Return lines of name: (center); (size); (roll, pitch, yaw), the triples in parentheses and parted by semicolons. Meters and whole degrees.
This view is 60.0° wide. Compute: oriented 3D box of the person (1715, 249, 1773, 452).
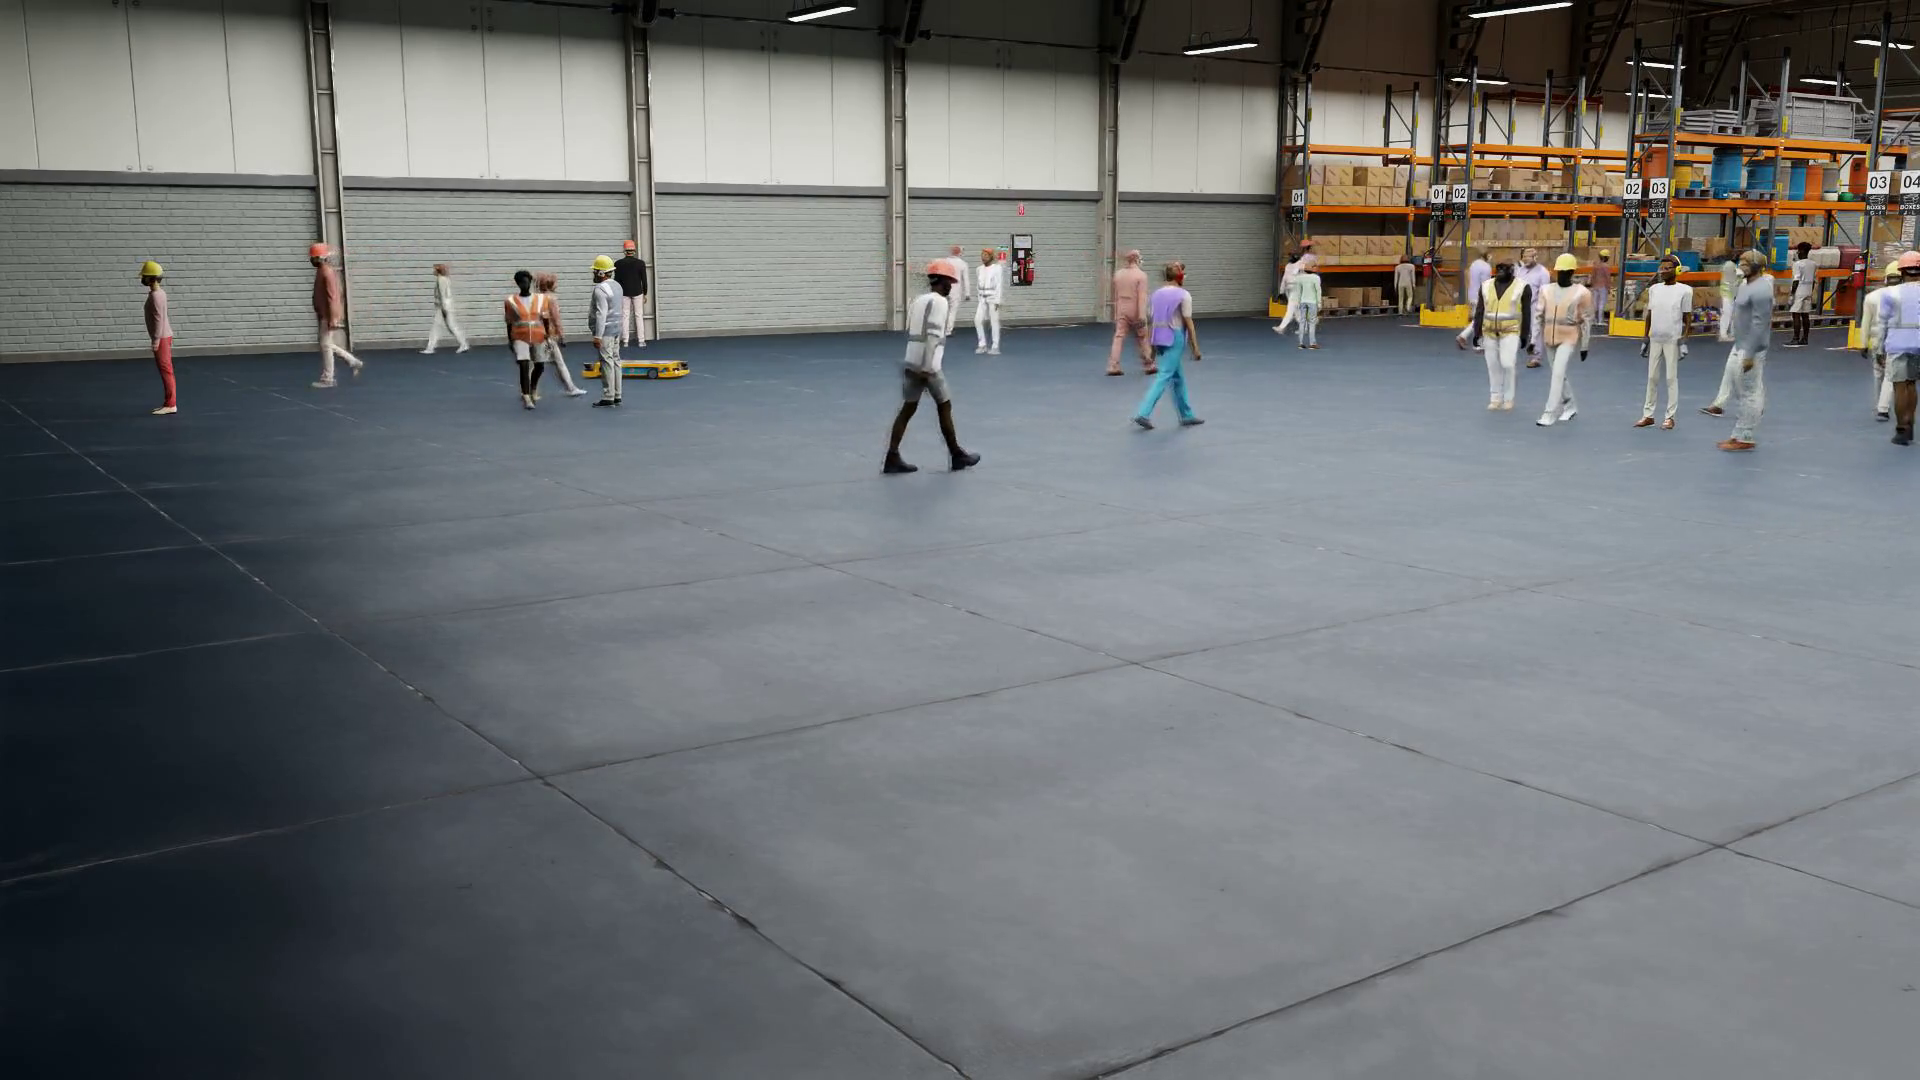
person: (7.547, -1.805, 15.937); (0.364, 1.937, 0.636); (2, 11, 12)

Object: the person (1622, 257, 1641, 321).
person: (14.536, -5.346, 36.184); (0.456, 1.619, 0.547); (-7, 13, -34)

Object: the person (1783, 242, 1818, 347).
person: (15.746, -4.593, 31.142); (0.615, 1.964, 0.361); (-5, 12, -27)

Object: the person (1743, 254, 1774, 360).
person: (13.380, -3.906, 27.926); (0.525, 1.769, 0.313); (0, 10, -2)

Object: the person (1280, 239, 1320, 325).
person: (8.011, -6.028, 38.941); (1.031, 1.984, 0.630); (6, 12, 29)

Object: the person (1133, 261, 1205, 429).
person: (2.245, -2.095, 17.917); (0.996, 1.804, 0.564); (-5, 12, -27)

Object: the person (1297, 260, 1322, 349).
person: (6.439, -4.334, 30.632); (0.279, 1.634, 0.498); (-10, 14, -43)

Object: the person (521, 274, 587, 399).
person: (-5.208, -2.579, 21.126); (0.880, 1.588, 0.538); (-6, 12, -29)

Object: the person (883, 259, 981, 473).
person: (-0.251, -1.519, 14.589); (0.987, 1.855, 0.582); (-6, 12, -29)

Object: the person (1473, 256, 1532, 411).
person: (6.370, -2.422, 19.632); (0.624, 1.825, 0.563); (8, 13, 37)

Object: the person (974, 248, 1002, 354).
person: (0.480, -4.174, 29.136); (0.589, 1.865, 0.603); (8, 13, 37)

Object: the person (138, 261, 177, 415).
person: (-9.329, -2.343, 19.347); (0.309, 1.772, 0.524); (-4, 11, -20)

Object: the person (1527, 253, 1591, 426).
person: (6.660, -2.219, 18.377); (0.988, 1.883, 0.589); (-8, 13, -37)

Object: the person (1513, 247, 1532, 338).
person: (11.484, -5.038, 33.912); (0.508, 1.846, 0.342); (-4, 11, -20)

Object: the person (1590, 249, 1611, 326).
person: (14.884, -5.842, 38.544); (0.331, 1.765, 0.533); (-4, 11, -20)

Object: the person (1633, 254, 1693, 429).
person: (7.568, -2.124, 17.867); (0.328, 1.874, 0.517); (-9, 13, -39)

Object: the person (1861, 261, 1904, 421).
person: (10.518, -2.239, 18.764); (0.948, 1.783, 0.604); (-10, 14, -44)

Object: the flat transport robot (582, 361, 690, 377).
flat transport robot: (-4.749, -2.517, 24.408); (1.431, 0.197, 0.652); (1, 10, 4)

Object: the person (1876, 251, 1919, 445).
person: (9.427, -1.917, 16.611); (0.538, 1.909, 0.656); (2, 11, 11)

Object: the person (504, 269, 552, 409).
person: (-5.231, -2.433, 20.092); (0.534, 1.673, 0.681); (-5, 11, -25)

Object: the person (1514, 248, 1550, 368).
person: (8.842, -3.615, 26.044); (0.951, 1.860, 0.678); (-8, 13, -37)

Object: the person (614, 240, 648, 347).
person: (-6.170, -4.625, 31.231); (0.620, 1.996, 0.372); (-1, 10, -8)

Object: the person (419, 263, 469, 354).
person: (-9.127, -4.085, 29.369); (0.833, 1.599, 0.530); (-2, 10, -9)

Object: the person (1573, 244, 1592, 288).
person: (16.050, -6.705, 42.976); (0.686, 1.869, 0.626); (-7, 12, -33)

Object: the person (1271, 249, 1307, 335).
person: (6.957, -5.208, 34.991); (0.964, 1.788, 0.656); (-4, 11, -22)

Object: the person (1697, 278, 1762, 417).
person: (8.814, -2.278, 18.779); (0.768, 1.841, 0.561); (-3, 11, -15)

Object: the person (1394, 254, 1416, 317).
person: (11.396, -6.517, 42.611); (0.551, 1.625, 0.329); (4, 11, 22)

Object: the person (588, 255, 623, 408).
person: (-4.289, -2.519, 20.125); (0.404, 1.837, 0.593); (2, 10, 10)

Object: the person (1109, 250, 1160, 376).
person: (2.585, -3.375, 24.773); (0.986, 1.852, 0.664); (-9, 14, -42)

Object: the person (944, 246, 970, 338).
person: (-0.116, -5.076, 34.083); (0.653, 1.862, 0.631); (7, 12, 33)

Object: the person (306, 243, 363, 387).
person: (-8.640, -3.090, 22.891); (0.645, 1.977, 0.620); (-6, 12, -31)

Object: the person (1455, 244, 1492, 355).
person: (9.057, -4.194, 29.074); (0.534, 1.924, 0.633); (-1, 10, -3)

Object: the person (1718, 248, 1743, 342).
person: (15.223, -4.789, 32.616); (0.602, 1.827, 0.634); (6, 12, 30)
